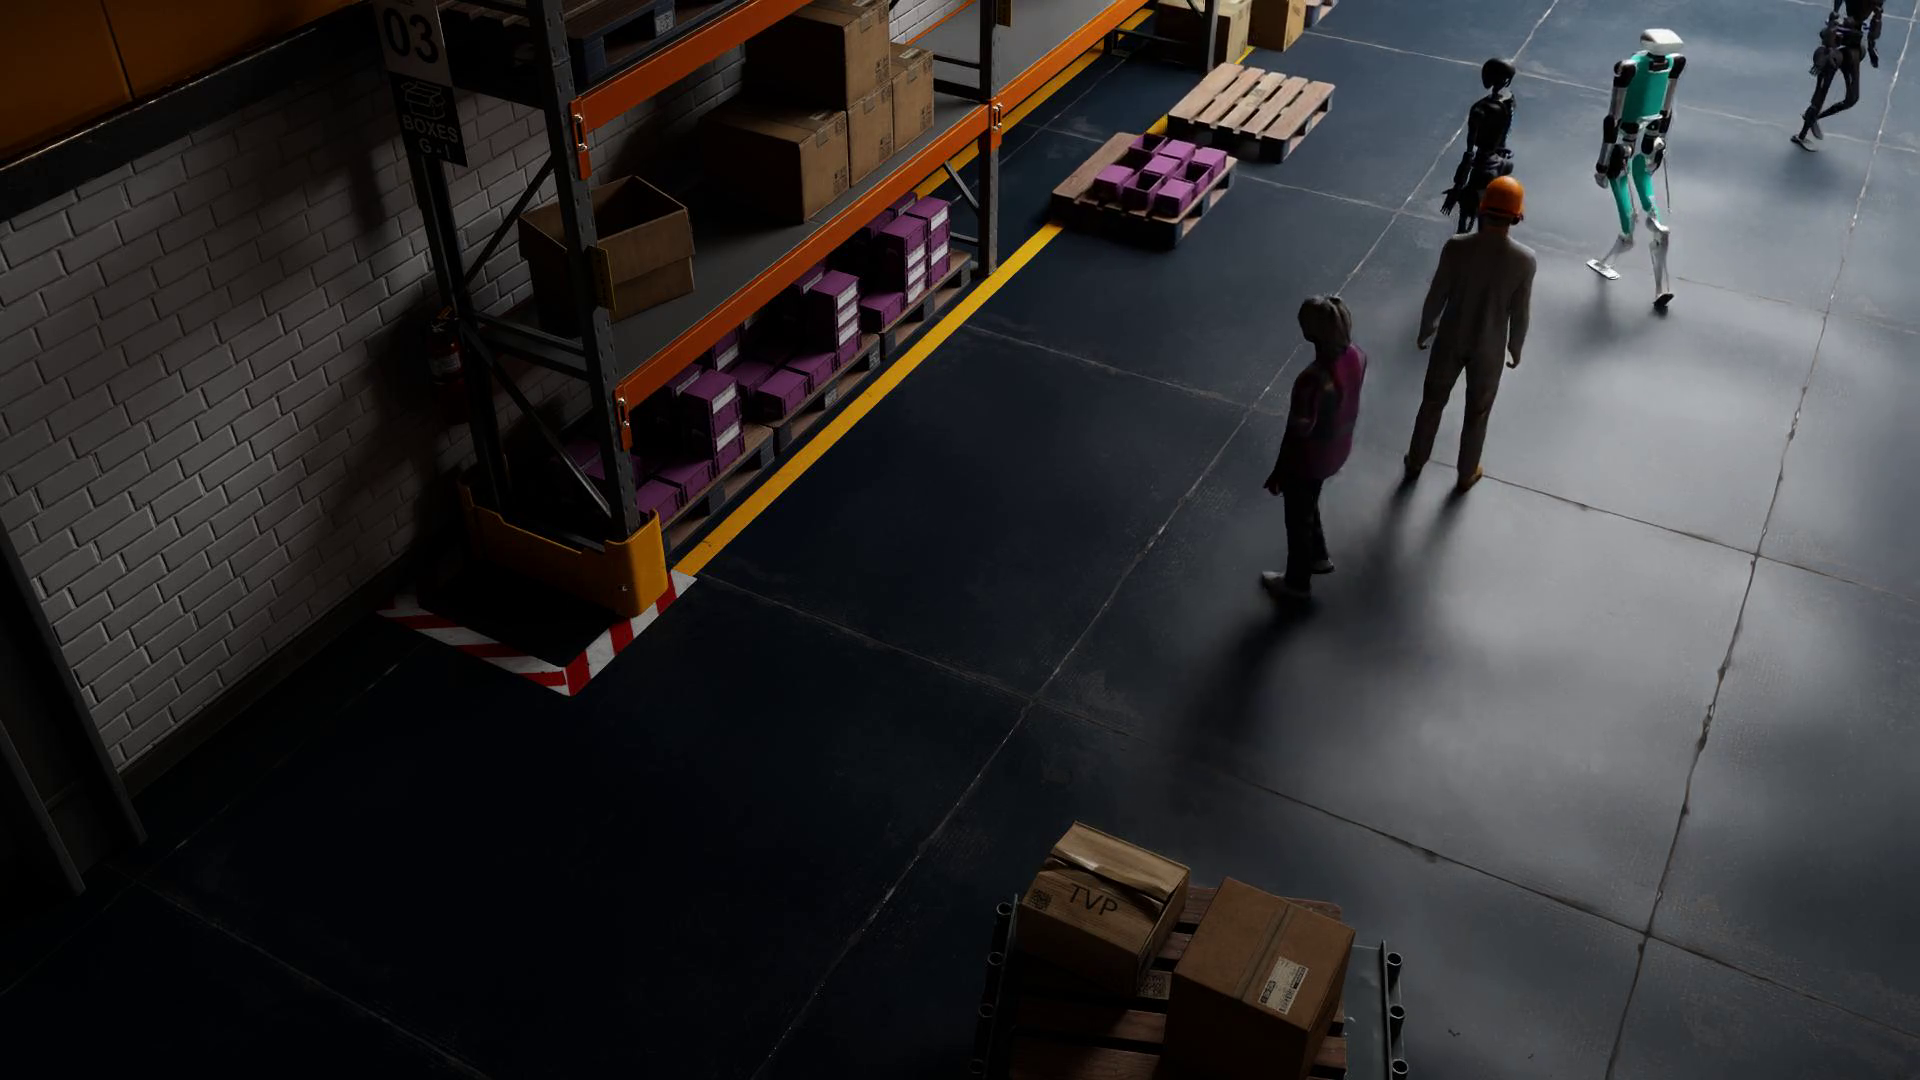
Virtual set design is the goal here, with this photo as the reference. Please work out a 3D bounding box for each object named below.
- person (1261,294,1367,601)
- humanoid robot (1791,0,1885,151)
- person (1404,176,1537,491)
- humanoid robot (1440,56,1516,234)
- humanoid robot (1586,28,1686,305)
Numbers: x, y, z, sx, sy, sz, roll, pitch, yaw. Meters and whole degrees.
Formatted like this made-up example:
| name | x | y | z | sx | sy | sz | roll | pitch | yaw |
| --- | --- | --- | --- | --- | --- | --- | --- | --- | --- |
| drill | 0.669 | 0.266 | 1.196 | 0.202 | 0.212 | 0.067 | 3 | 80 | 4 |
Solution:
| name | x | y | z | sx | sy | sz | roll | pitch | yaw |
| --- | --- | --- | --- | --- | --- | --- | --- | --- | --- |
| person | 1.784 | -0.466 | 8.550 | 0.425 | 1.827 | 0.557 | 31 | 48 | 33 |
| humanoid robot | 6.843 | -3.830 | 12.874 | 0.599 | 1.647 | 0.380 | -15 | 41 | -18 |
| person | 2.886 | -1.160 | 9.386 | 0.580 | 1.883 | 0.413 | 15 | 41 | 18 |
| humanoid robot | 3.475 | -2.419 | 11.114 | 0.325 | 1.660 | 0.589 | 29 | 47 | 31 |
| humanoid robot | 4.642 | -2.406 | 11.105 | 0.539 | 1.840 | 0.869 | -15 | 41 | -18 |
